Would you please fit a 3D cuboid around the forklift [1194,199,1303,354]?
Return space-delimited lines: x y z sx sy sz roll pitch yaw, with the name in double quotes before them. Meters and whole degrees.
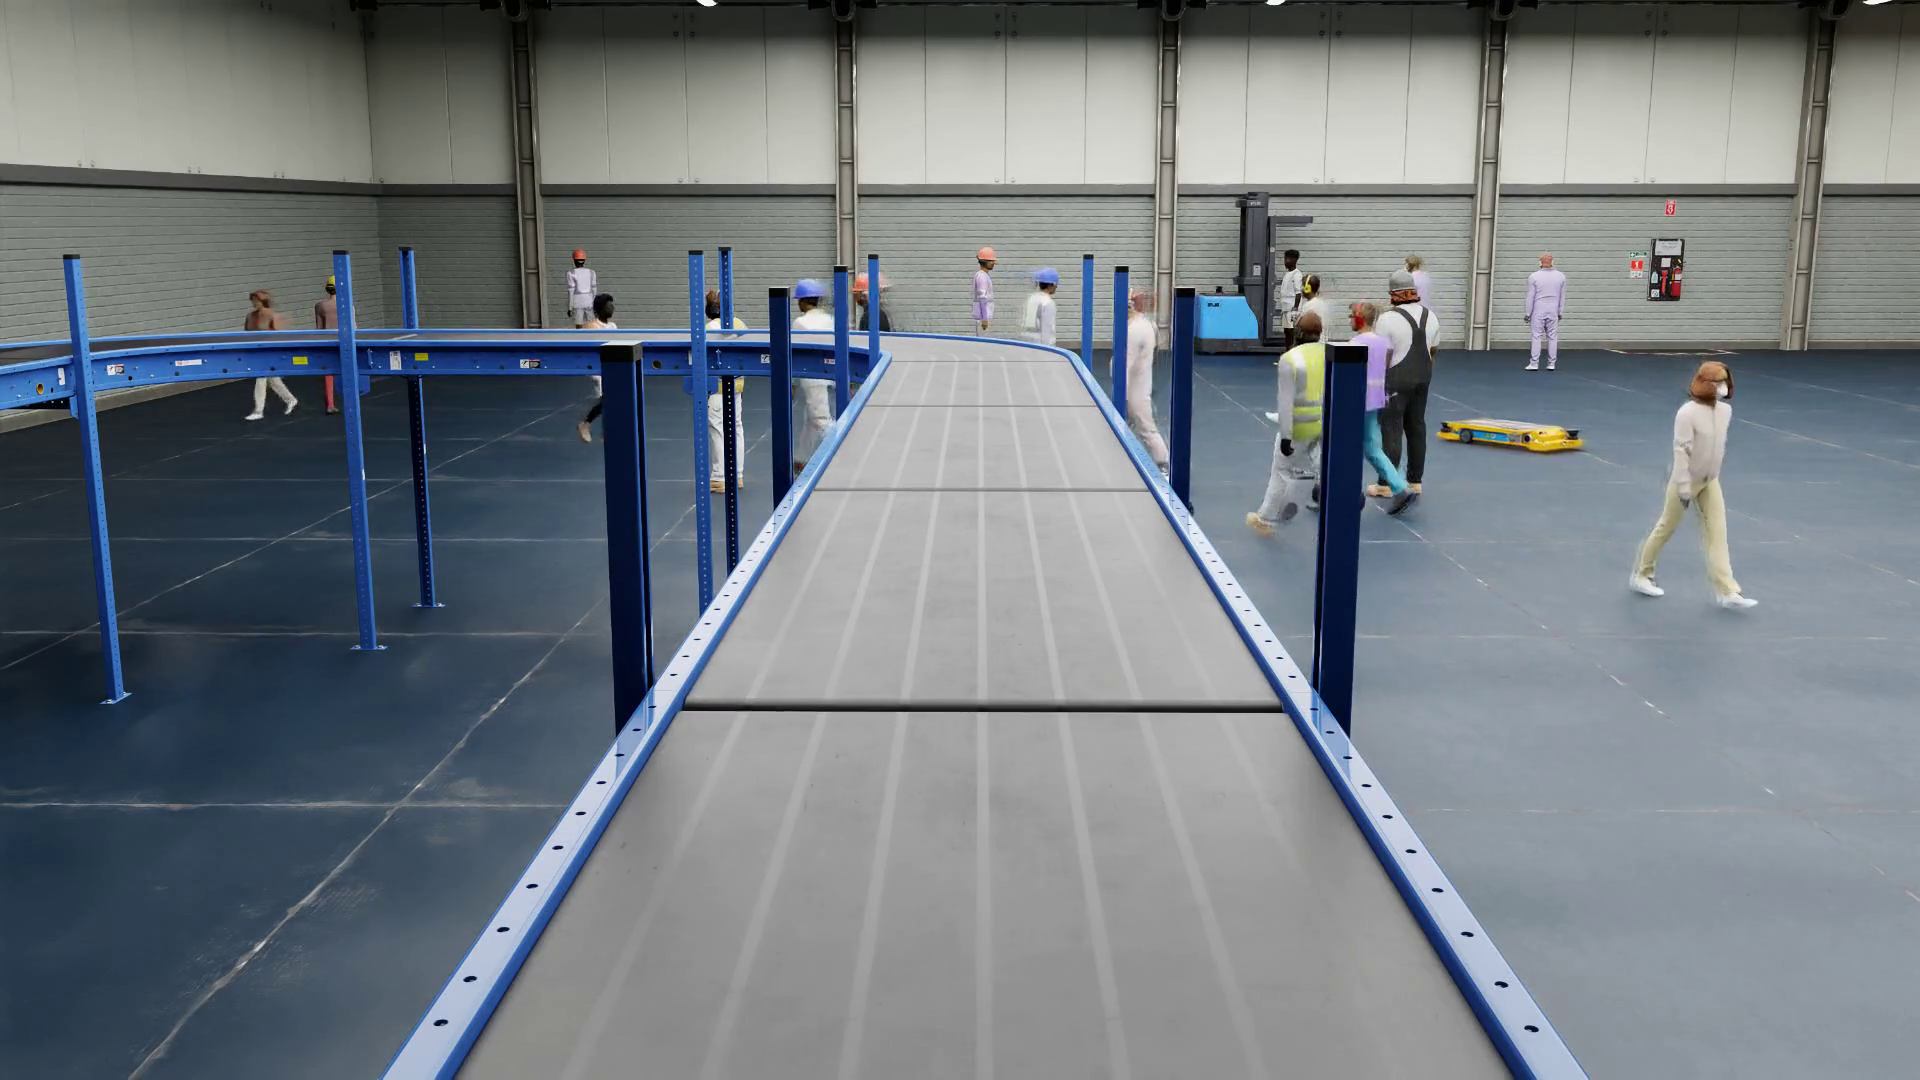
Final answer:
"forklift" 5.313 -4.851 30.603 1.873 2.768 1.129 0 11 1

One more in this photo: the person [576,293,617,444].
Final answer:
"person" -3.872 -1.826 18.000 0.449 1.686 0.548 4 12 18

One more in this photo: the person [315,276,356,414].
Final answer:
"person" -7.959 -2.493 21.273 0.518 1.757 0.339 0 11 1

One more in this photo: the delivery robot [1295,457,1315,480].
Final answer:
"delivery robot" 3.012 -0.654 14.115 0.698 0.223 0.335 -3 11 -14

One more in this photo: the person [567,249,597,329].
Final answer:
"person" -6.606 -4.097 29.041 0.542 1.939 0.368 -8 14 -36

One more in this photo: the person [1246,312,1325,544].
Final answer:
"person" 2.655 -0.867 12.862 0.631 1.783 1.002 -5 12 -23

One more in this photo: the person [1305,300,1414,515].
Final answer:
"person" 3.404 -1.112 14.026 0.859 1.818 0.573 10 15 43

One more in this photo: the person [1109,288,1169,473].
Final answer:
"person" 1.601 -1.389 15.345 0.985 1.862 0.661 2 11 13

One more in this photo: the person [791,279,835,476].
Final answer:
"person" -1.441 -1.506 15.801 0.962 1.901 0.621 6 12 27

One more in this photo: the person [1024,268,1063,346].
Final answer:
"person" 1.009 -2.274 19.784 1.046 1.882 0.606 -5 12 -26

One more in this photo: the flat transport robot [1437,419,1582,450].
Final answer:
"flat transport robot" 6.100 -1.189 18.507 0.652 0.197 1.431 -8 14 -36

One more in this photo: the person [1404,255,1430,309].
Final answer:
"person" 6.967 -3.481 25.950 0.831 1.904 0.655 10 15 40

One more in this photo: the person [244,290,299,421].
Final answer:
"person" -8.658 -2.331 20.833 0.515 1.600 0.833 6 13 29

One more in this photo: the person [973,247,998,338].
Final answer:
"person" 0.387 -3.397 25.174 0.393 2.041 0.613 0 11 -1

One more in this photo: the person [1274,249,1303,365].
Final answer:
"person" 5.529 -3.881 27.860 0.367 1.967 0.607 -2 11 -10

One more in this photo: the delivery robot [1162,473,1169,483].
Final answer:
"delivery robot" 1.473 -0.412 13.543 0.707 0.478 0.477 -4 12 -19

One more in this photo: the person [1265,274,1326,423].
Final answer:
"person" 4.109 -2.229 19.753 0.968 1.818 0.543 6 13 29

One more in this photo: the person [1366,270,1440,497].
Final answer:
"person" 3.948 -1.401 15.037 0.681 2.000 0.536 -6 12 -27

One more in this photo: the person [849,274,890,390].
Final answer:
"person" -0.892 -1.677 16.609 1.029 1.938 0.621 1 11 5

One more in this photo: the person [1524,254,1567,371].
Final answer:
"person" 9.551 -3.723 27.221 0.639 1.902 0.407 -1 11 -3

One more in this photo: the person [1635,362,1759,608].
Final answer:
"person" 4.790 -0.370 10.804 0.517 1.581 0.870 -5 12 -25

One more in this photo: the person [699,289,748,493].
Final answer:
"person" -2.203 -1.373 15.290 0.429 1.847 0.625 6 12 26
